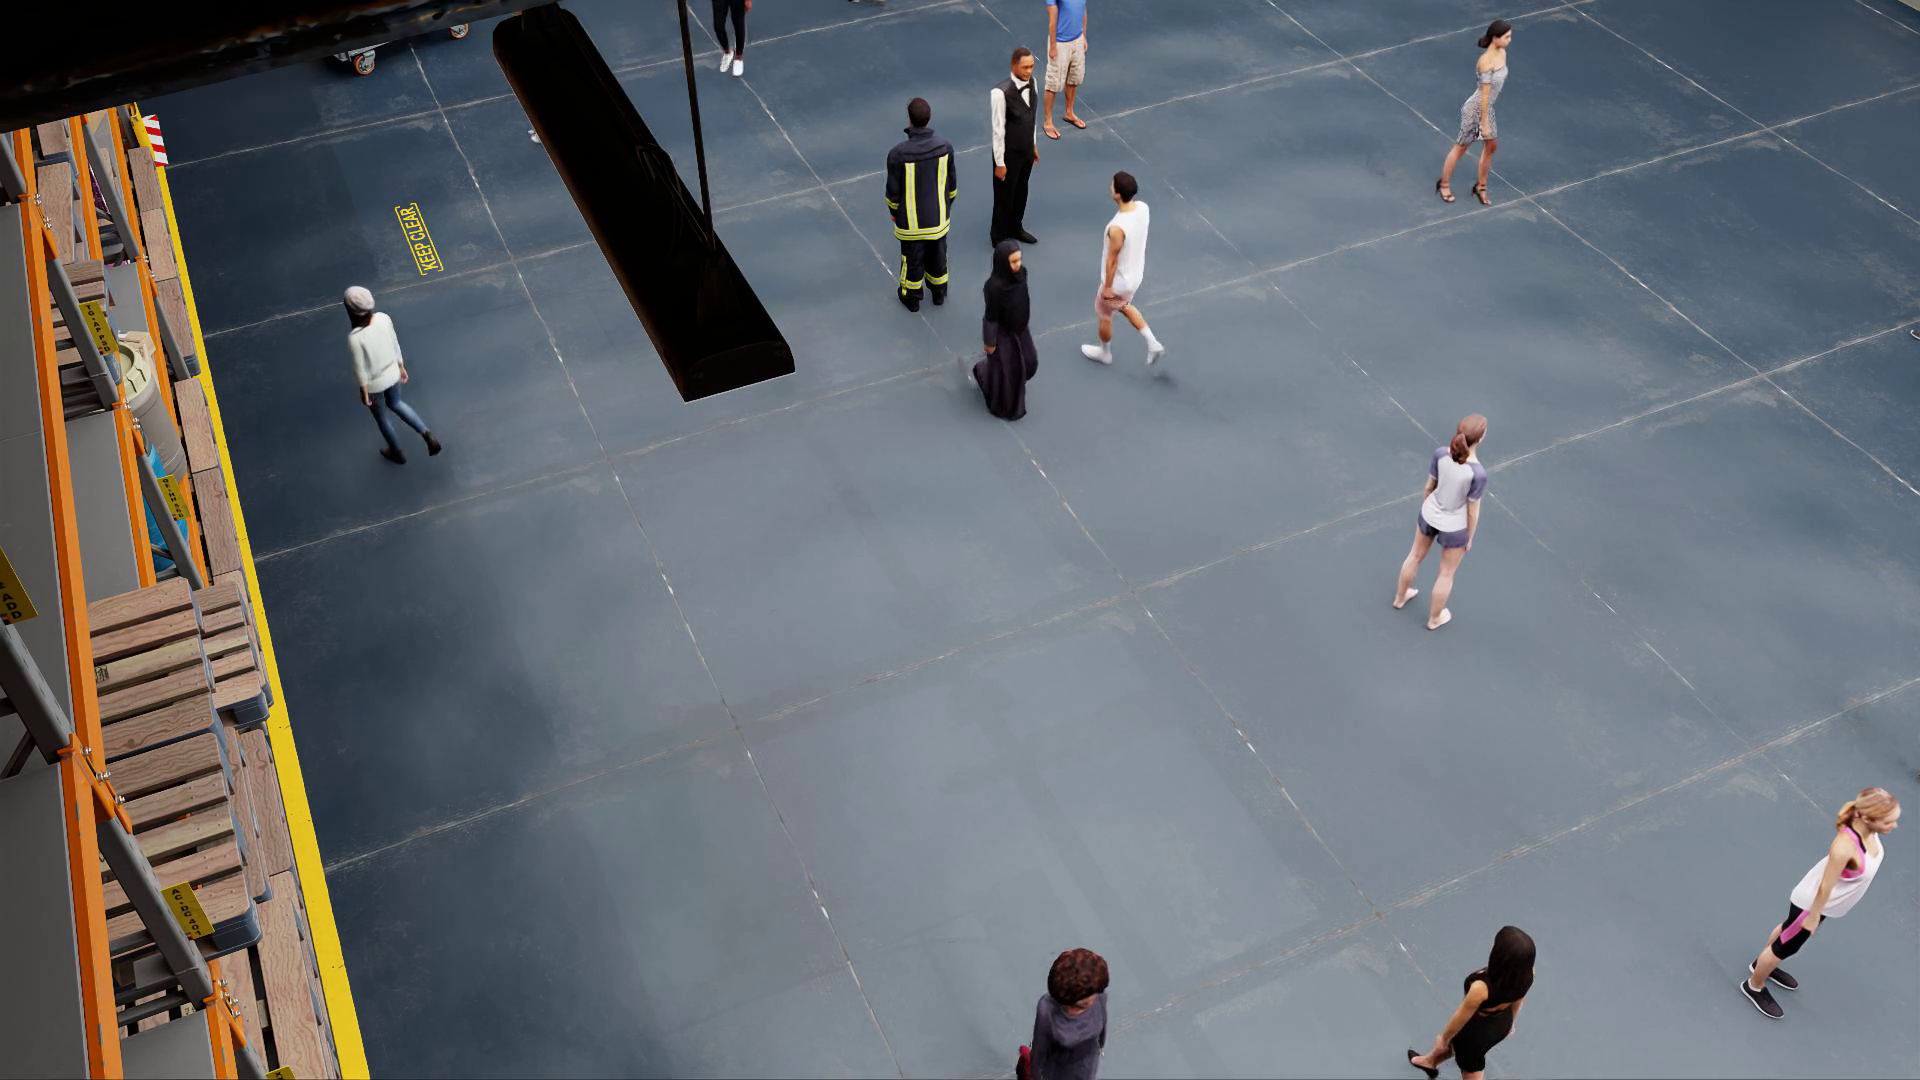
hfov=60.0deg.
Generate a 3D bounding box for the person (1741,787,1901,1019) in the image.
[{"bbox_3d":[4.646,1.927,9.001,0.649,1.787,0.675,32,52,29],"label":"person"}]

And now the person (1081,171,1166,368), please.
[{"bbox_3d":[1.350,-2.081,13.219,1.065,1.771,0.904,27,50,25],"label":"person"}]

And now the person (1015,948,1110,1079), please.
[{"bbox_3d":[0.499,2.543,8.422,0.605,1.693,0.801,-15,46,-16],"label":"person"}]

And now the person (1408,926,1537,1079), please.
[{"bbox_3d":[2.688,2.571,8.450,0.605,1.614,1.034,-21,47,-20],"label":"person"}]

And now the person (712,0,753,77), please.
[{"bbox_3d":[-2.322,-5.616,16.966,0.744,1.721,0.783,4,44,4],"label":"person"}]

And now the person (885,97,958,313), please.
[{"bbox_3d":[-0.318,-2.780,13.839,0.796,1.928,0.665,-15,46,-15],"label":"person"}]

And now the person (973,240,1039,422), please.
[{"bbox_3d":[0.306,-1.679,12.916,0.909,1.608,0.802,33,53,30],"label":"person"}]

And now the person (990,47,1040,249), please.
[{"bbox_3d":[0.467,-3.411,14.508,0.737,1.918,0.773,31,52,29],"label":"person"}]

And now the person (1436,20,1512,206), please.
[{"bbox_3d":[4.598,-3.869,15.071,0.868,1.805,0.767,30,51,28],"label":"person"}]

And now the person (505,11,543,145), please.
[{"bbox_3d":[-4.052,-4.542,15.841,0.788,1.718,0.712,9,44,9],"label":"person"}]

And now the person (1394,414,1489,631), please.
[{"bbox_3d":[3.259,-0.129,11.176,0.693,1.764,0.575,-33,52,-29],"label":"person"}]

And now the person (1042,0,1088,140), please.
[{"bbox_3d":[1.016,-4.835,16.043,0.687,1.864,0.627,-26,50,-25],"label":"person"}]

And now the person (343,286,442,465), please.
[{"bbox_3d":[-4.252,-1.179,12.372,0.933,1.635,0.839,20,47,19],"label":"person"}]
